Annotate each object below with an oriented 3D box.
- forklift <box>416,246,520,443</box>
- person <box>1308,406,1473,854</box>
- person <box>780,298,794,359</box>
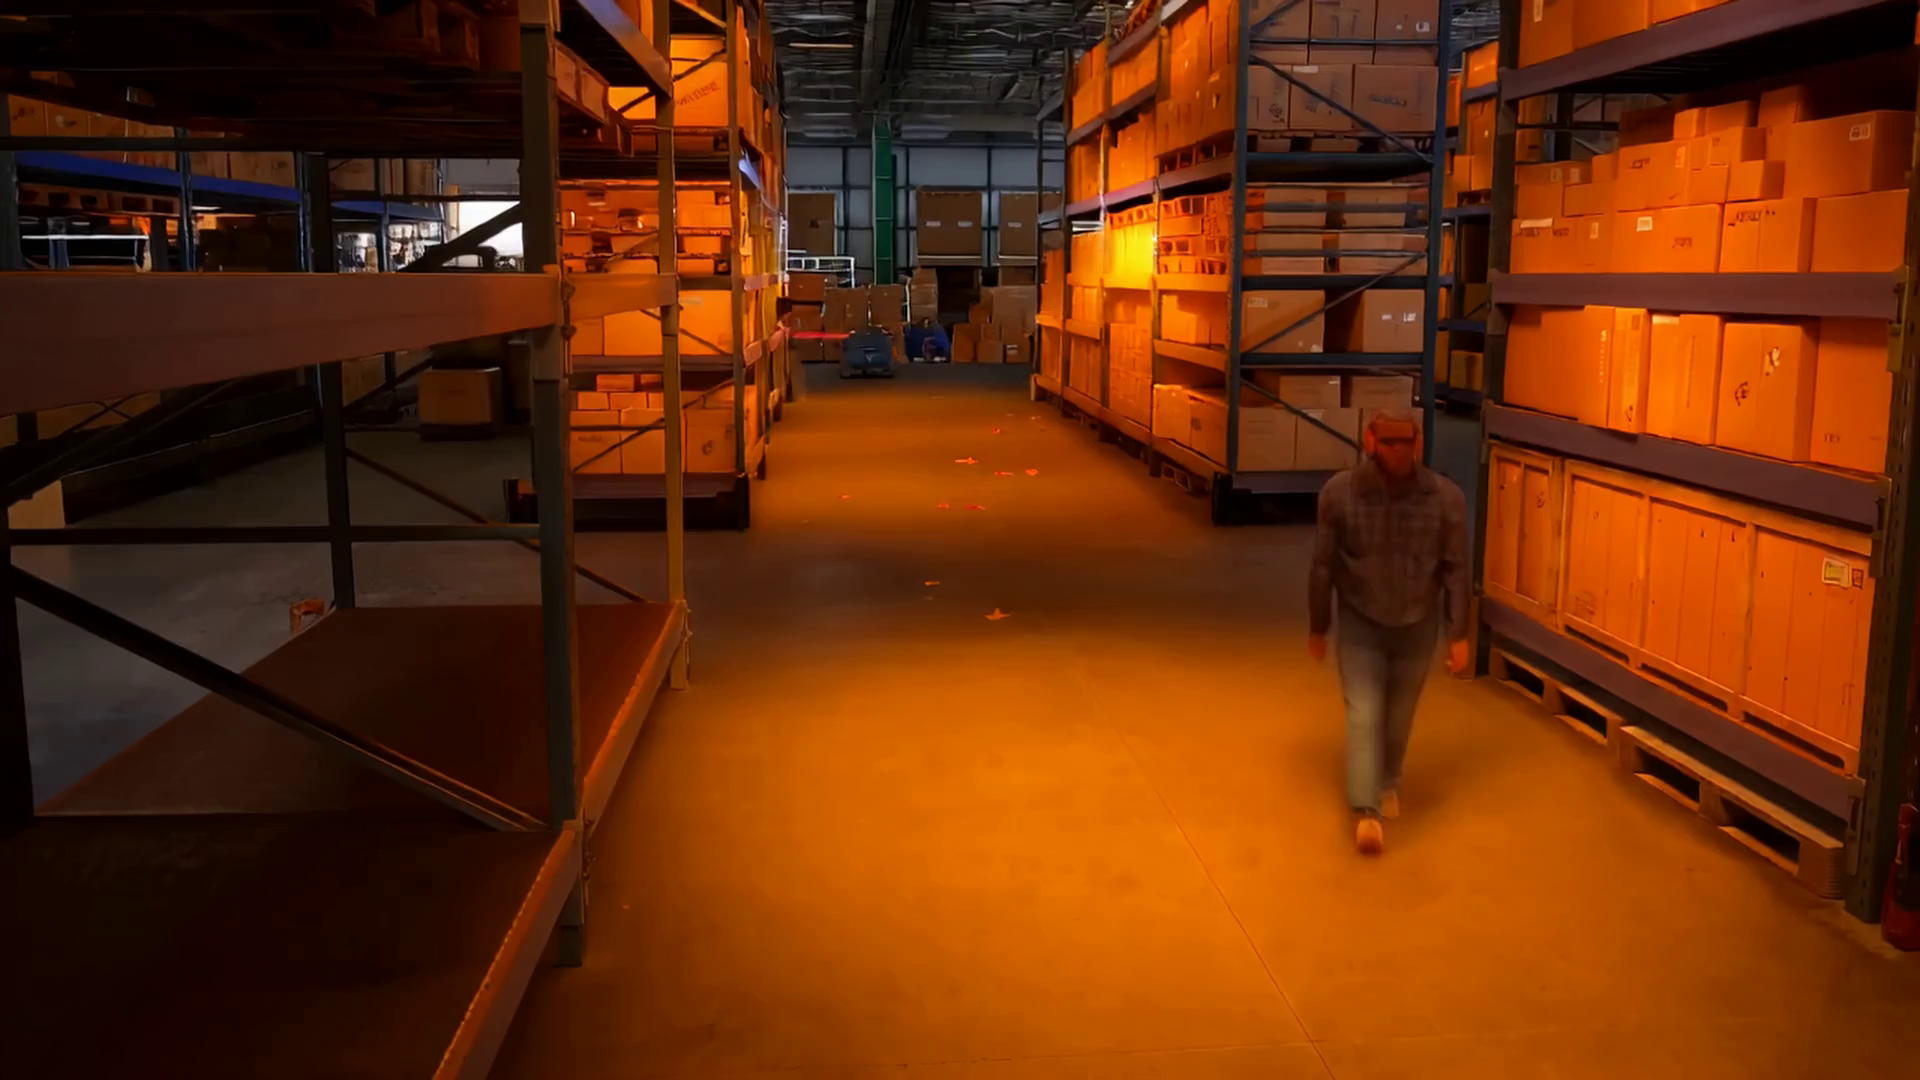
[{"bbox_3d":[-7.169,-2.860,24.090,1.129,2.768,1.873,-1,9,-4],"label":"forklift"},{"bbox_3d":[1.824,0.366,7.038,0.657,1.847,1.037,1,9,5],"label":"person"},{"bbox_3d":[-3.840,-4.251,35.735,0.708,1.945,0.613,3,10,18],"label":"person"}]
